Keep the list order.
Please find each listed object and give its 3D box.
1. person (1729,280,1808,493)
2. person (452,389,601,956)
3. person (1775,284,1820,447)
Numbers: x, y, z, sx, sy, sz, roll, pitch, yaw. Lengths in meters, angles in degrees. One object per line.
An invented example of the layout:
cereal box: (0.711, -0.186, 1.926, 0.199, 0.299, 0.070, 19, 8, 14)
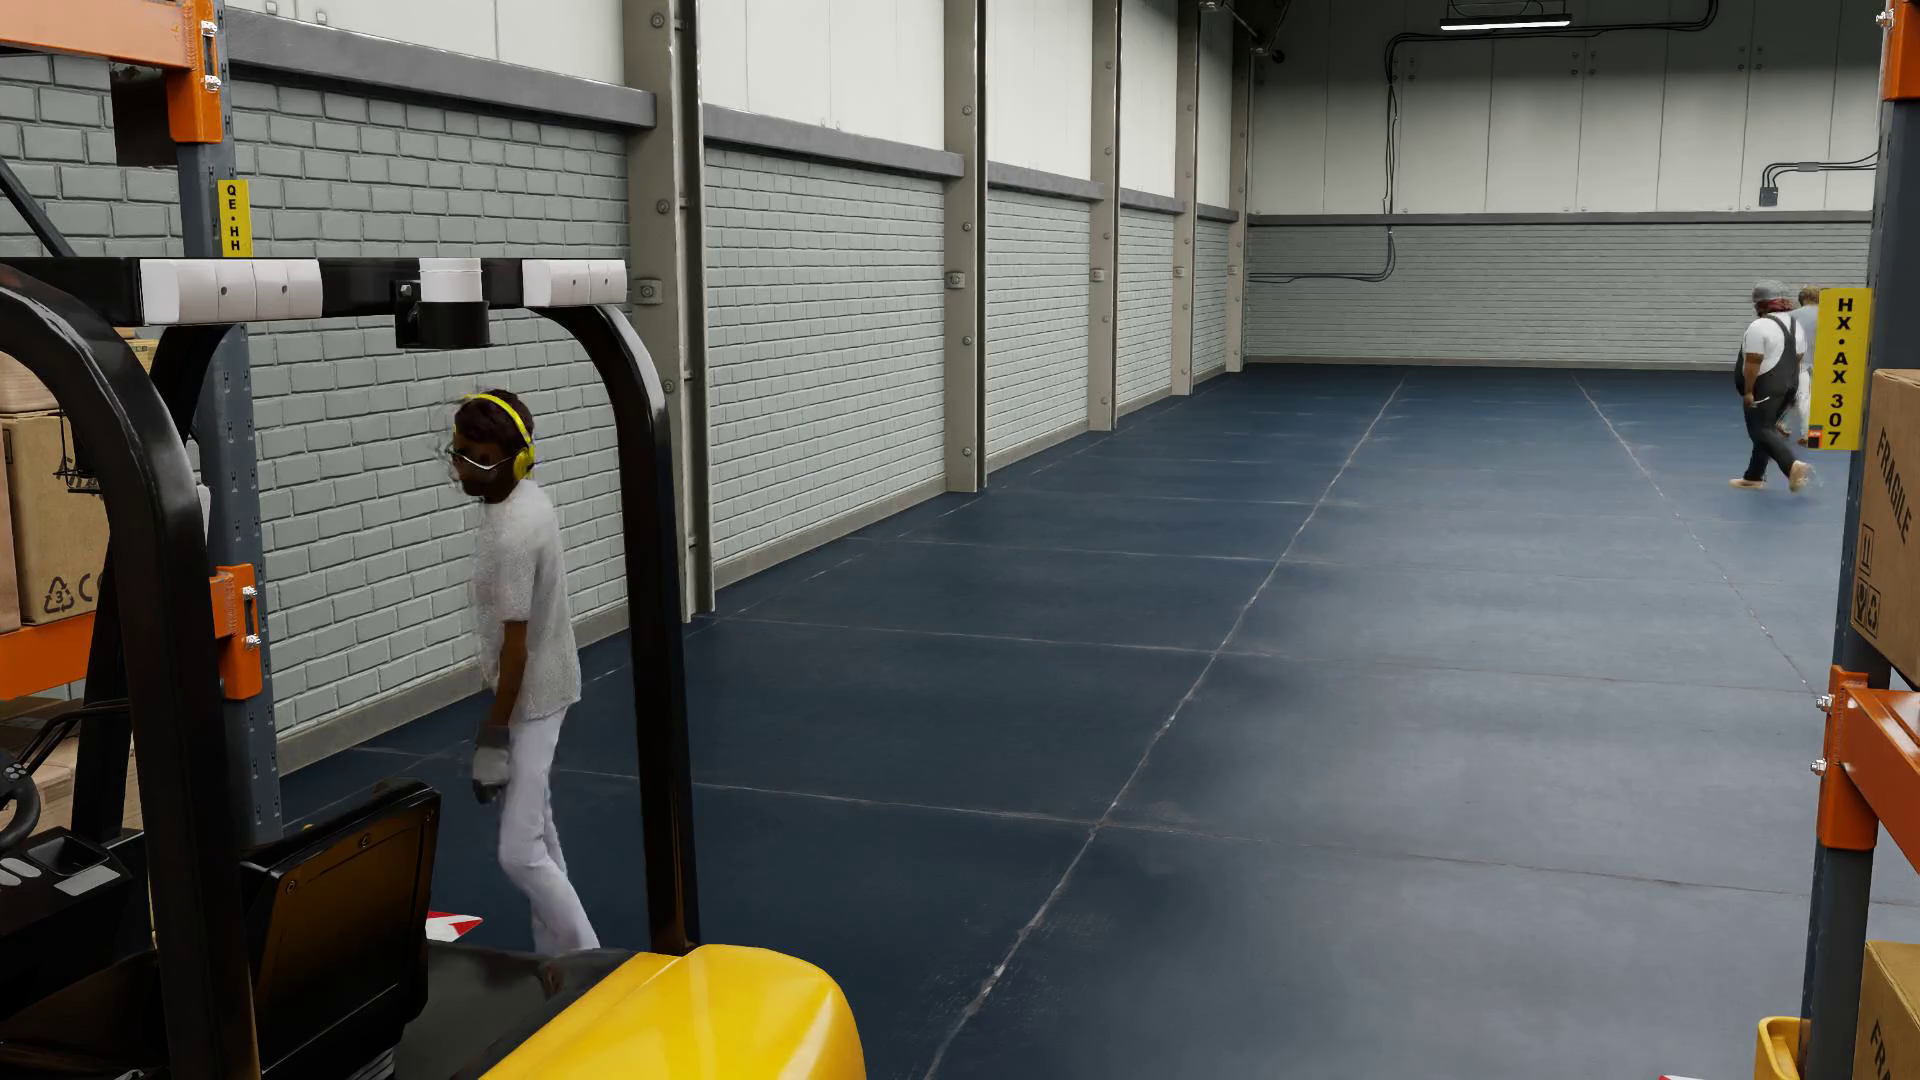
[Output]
person: (7.633, -1.442, 15.528, 0.689, 2.000, 0.858, -5, 11, -29)
person: (-1.187, 0.489, 4.668, 0.397, 1.837, 0.637, -2, 10, -11)
person: (9.928, -2.068, 19.694, 0.655, 1.888, 0.985, -1, 10, -5)
